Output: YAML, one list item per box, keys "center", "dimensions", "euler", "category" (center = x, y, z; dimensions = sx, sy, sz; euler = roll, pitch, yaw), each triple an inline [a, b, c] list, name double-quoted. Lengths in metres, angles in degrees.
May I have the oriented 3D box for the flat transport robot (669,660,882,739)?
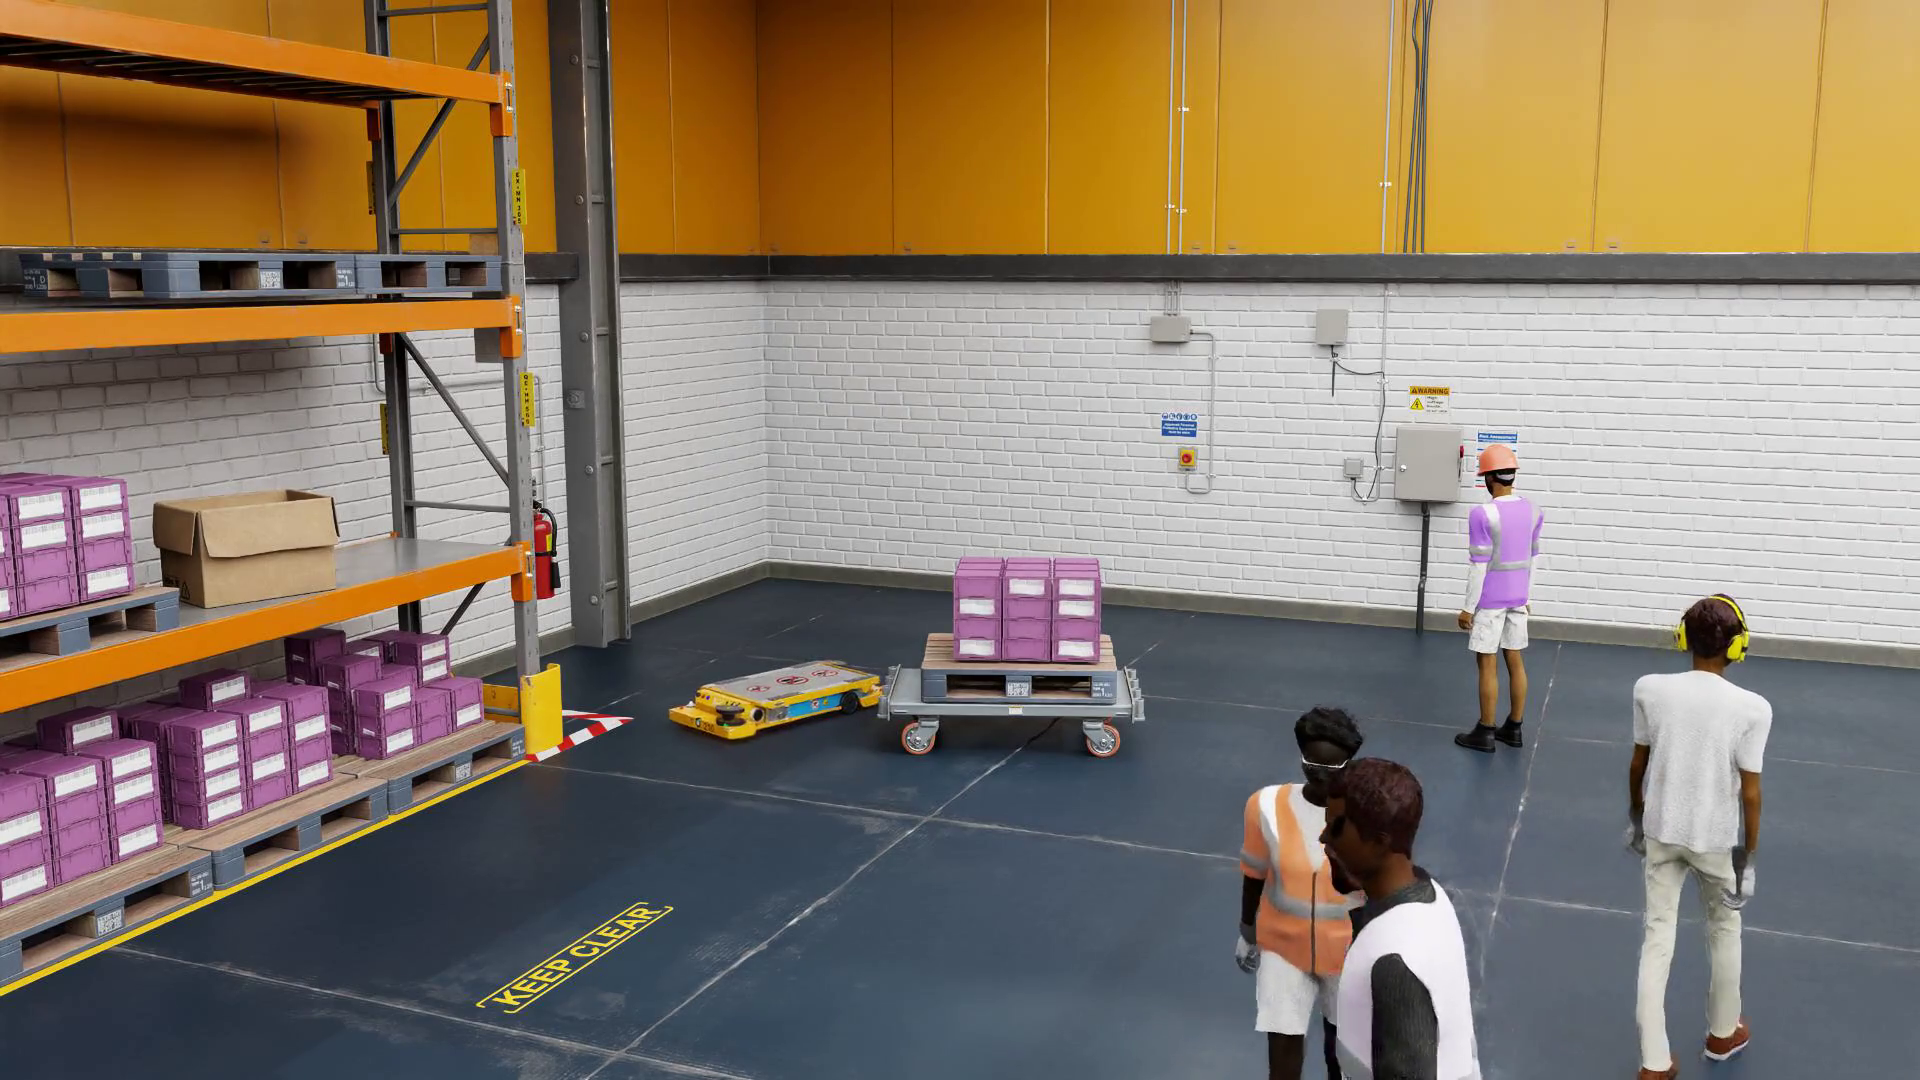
- center: [-1.187, 1.056, 11.233]
  dimensions: [1.431, 0.197, 0.652]
  euler: [-9, 13, -44]
  category: "flat transport robot"

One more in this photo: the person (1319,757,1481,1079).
- center: [1.073, 1.450, 3.901]
  dimensions: [0.510, 1.901, 0.639]
  euler: [3, 10, 16]
  category: "person"

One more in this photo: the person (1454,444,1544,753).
- center: [3.351, 0.366, 10.412]
  dimensions: [0.543, 1.927, 0.375]
  euler: [-4, 10, -25]
  category: "person"

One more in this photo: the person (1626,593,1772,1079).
- center: [2.763, 1.101, 6.244]
  dimensions: [0.515, 1.841, 0.829]
  euler: [7, 12, 36]
  category: "person"

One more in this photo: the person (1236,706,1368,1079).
- center: [1.174, 1.326, 5.431]
  dimensions: [0.542, 1.654, 0.888]
  euler: [3, 10, 17]
  category: "person"
